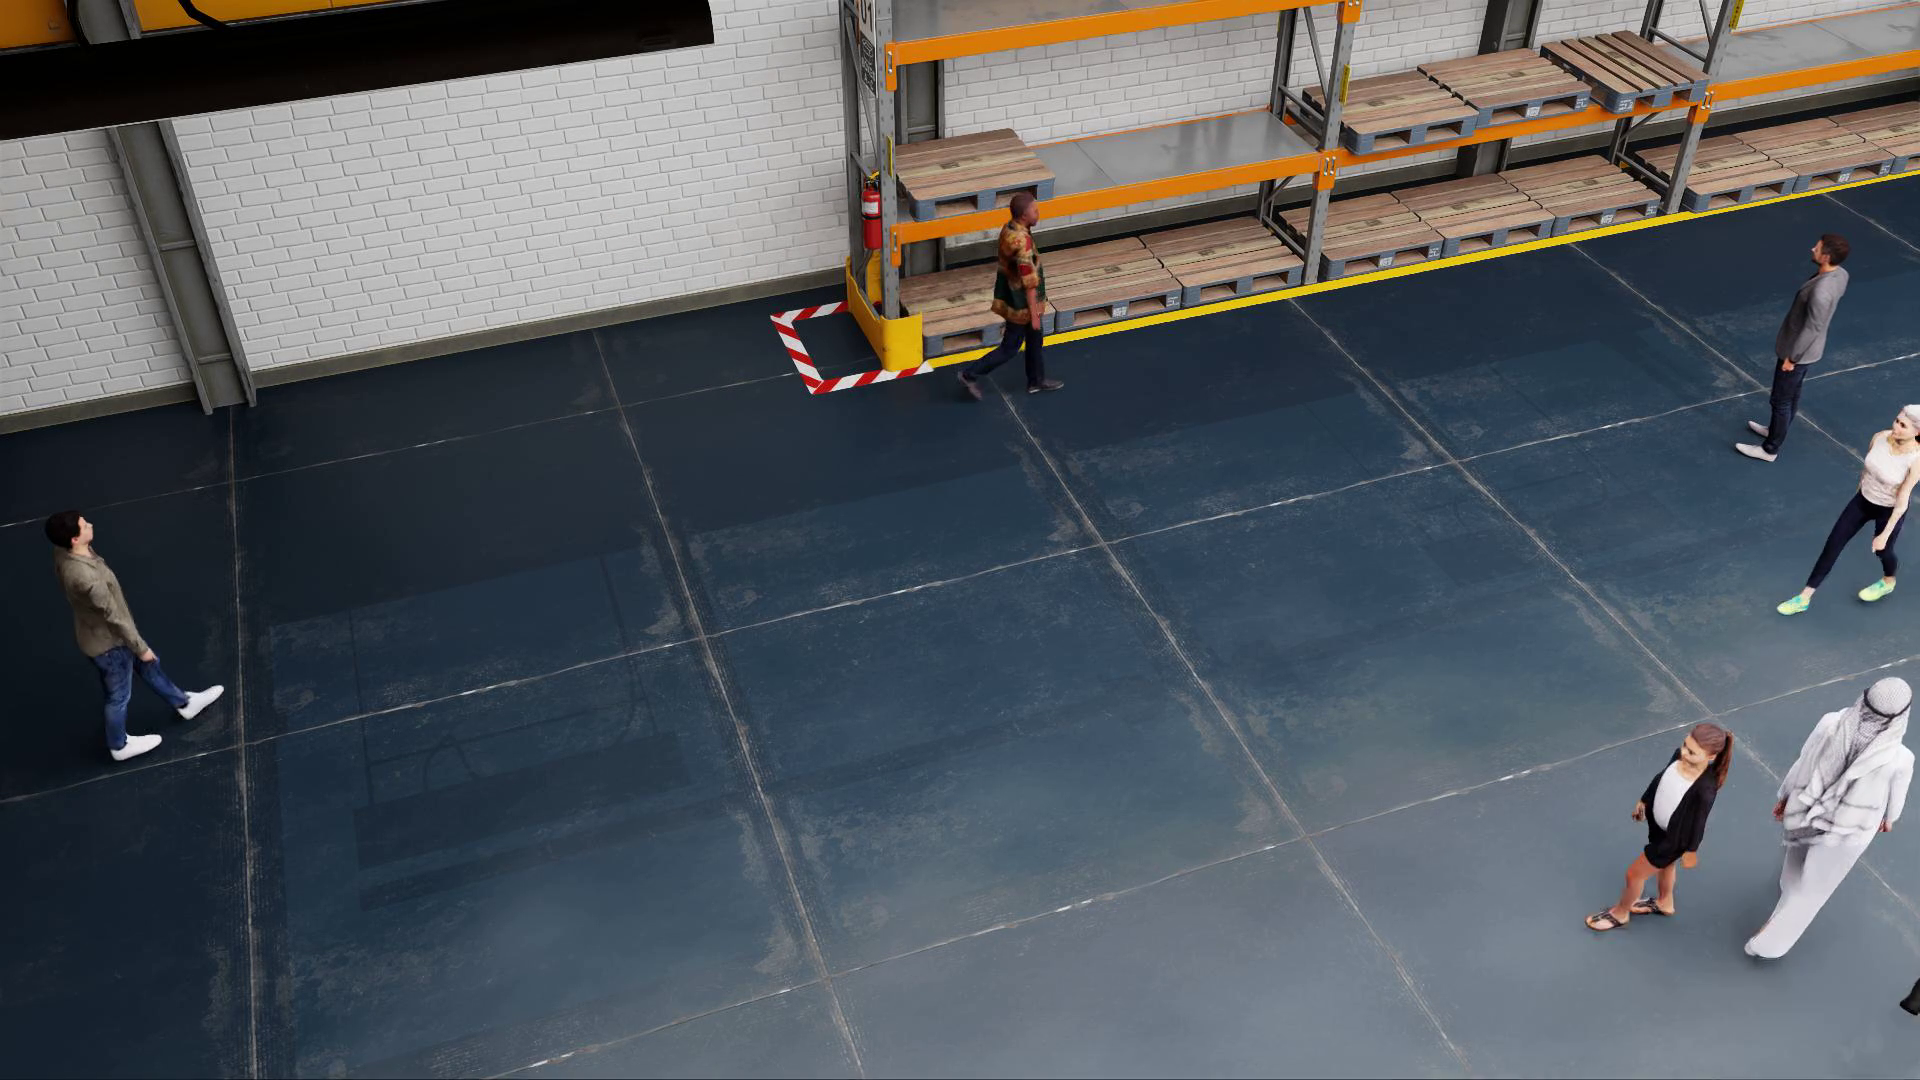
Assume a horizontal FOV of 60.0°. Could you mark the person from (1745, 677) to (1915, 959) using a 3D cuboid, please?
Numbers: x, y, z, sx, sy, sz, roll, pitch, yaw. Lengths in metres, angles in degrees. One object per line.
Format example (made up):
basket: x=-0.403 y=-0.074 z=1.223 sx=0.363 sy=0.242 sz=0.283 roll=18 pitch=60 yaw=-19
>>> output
person: x=4.563 y=1.534 z=8.802 sx=1.178 sy=1.897 sz=0.871 roll=-25 pitch=45 yaw=-28

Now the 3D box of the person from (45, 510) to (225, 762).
person: x=-5.207 y=0.623 z=9.991 sx=1.101 sy=1.836 sz=0.914 roll=-26 pitch=45 yaw=-29

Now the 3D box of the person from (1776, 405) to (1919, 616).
person: x=6.220 y=-0.183 z=11.146 sx=1.151 sy=1.654 sz=0.614 roll=-12 pitch=40 yaw=-14

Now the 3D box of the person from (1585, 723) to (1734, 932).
person: x=3.960 y=1.565 z=9.054 sx=0.847 sy=1.534 sz=0.701 roll=-2 pitch=39 yaw=-2

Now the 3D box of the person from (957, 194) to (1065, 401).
person: x=0.389 y=-1.872 z=13.160 sx=1.202 sy=1.780 sz=0.883 roll=-3 pitch=39 yaw=-4

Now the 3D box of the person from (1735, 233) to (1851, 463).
person: x=6.348 y=-1.456 z=12.565 sx=0.843 sy=1.872 sz=0.729 roll=25 pitch=45 yaw=28
